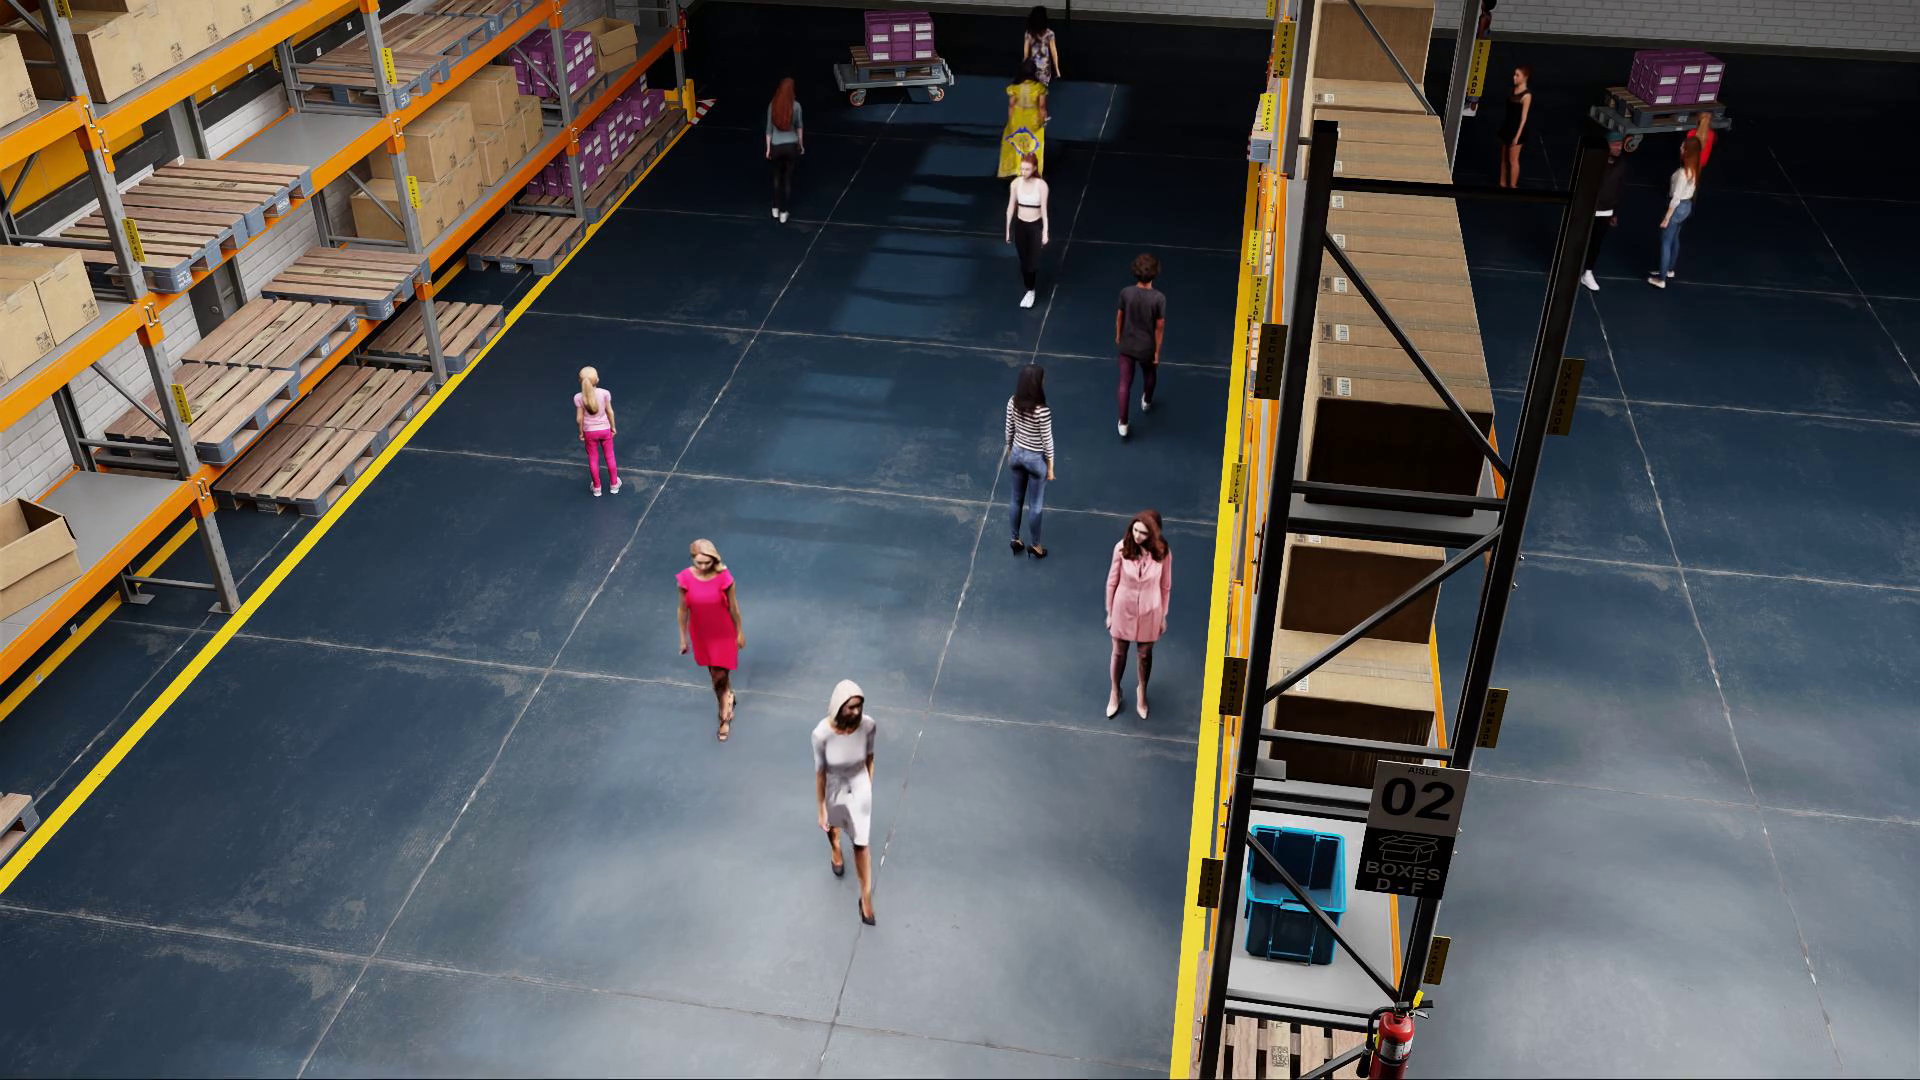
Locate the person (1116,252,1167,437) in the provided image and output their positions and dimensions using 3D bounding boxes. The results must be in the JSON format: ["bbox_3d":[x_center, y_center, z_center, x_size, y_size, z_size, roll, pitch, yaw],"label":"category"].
[{"bbox_3d":[1.657,-1.813,15.660,0.609,1.743,1.084,6,34,8],"label":"person"}]

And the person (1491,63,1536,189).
[{"bbox_3d":[6.890,-5.092,20.655,0.714,1.676,0.606,-6,34,-10],"label":"person"}]

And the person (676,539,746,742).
[{"bbox_3d":[-1.764,0.624,12.032,0.622,1.703,0.665,4,34,6],"label":"person"}]

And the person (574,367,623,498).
[{"bbox_3d":[-3.236,-0.983,14.838,0.569,1.271,0.614,-9,35,-13],"label":"person"}]

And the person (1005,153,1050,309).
[{"bbox_3d":[0.776,-3.363,18.003,0.663,1.732,0.674,13,36,19],"label":"person"}]

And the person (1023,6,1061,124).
[{"bbox_3d":[1.043,-6.264,22.404,0.883,1.691,1.206,18,38,26],"label":"person"}]

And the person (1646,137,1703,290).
[{"bbox_3d":[7.957,-3.620,18.405,0.765,1.715,0.648,28,43,35],"label":"person"}]

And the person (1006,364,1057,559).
[{"bbox_3d":[0.572,-0.638,13.845,0.656,1.796,0.637,22,39,29],"label":"person"}]

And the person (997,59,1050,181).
[{"bbox_3d":[0.815,-5.157,20.777,0.823,1.648,0.946,2,34,3],"label":"person"}]

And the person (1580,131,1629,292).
[{"bbox_3d":[7.001,-3.641,18.343,0.759,1.819,0.730,-7,34,-10],"label":"person"}]

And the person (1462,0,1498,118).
[{"bbox_3d":[7.235,-6.787,23.185,0.657,1.697,0.489,10,35,15],"label":"person"}]

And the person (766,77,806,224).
[{"bbox_3d":[-2.120,-4.642,19.953,0.706,1.702,0.717,-11,35,-16],"label":"person"}]

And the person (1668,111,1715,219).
[{"bbox_3d":[8.935,-4.546,20.219,0.532,1.249,0.902,4,34,6],"label":"person"}]

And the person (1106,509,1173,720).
[{"bbox_3d":[1.294,0.522,12.095,0.604,1.801,0.506,5,34,8],"label":"person"}]

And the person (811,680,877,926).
[{"bbox_3d":[-0.773,1.548,10.636,0.878,1.707,1.133,-8,34,-12],"label":"person"}]
